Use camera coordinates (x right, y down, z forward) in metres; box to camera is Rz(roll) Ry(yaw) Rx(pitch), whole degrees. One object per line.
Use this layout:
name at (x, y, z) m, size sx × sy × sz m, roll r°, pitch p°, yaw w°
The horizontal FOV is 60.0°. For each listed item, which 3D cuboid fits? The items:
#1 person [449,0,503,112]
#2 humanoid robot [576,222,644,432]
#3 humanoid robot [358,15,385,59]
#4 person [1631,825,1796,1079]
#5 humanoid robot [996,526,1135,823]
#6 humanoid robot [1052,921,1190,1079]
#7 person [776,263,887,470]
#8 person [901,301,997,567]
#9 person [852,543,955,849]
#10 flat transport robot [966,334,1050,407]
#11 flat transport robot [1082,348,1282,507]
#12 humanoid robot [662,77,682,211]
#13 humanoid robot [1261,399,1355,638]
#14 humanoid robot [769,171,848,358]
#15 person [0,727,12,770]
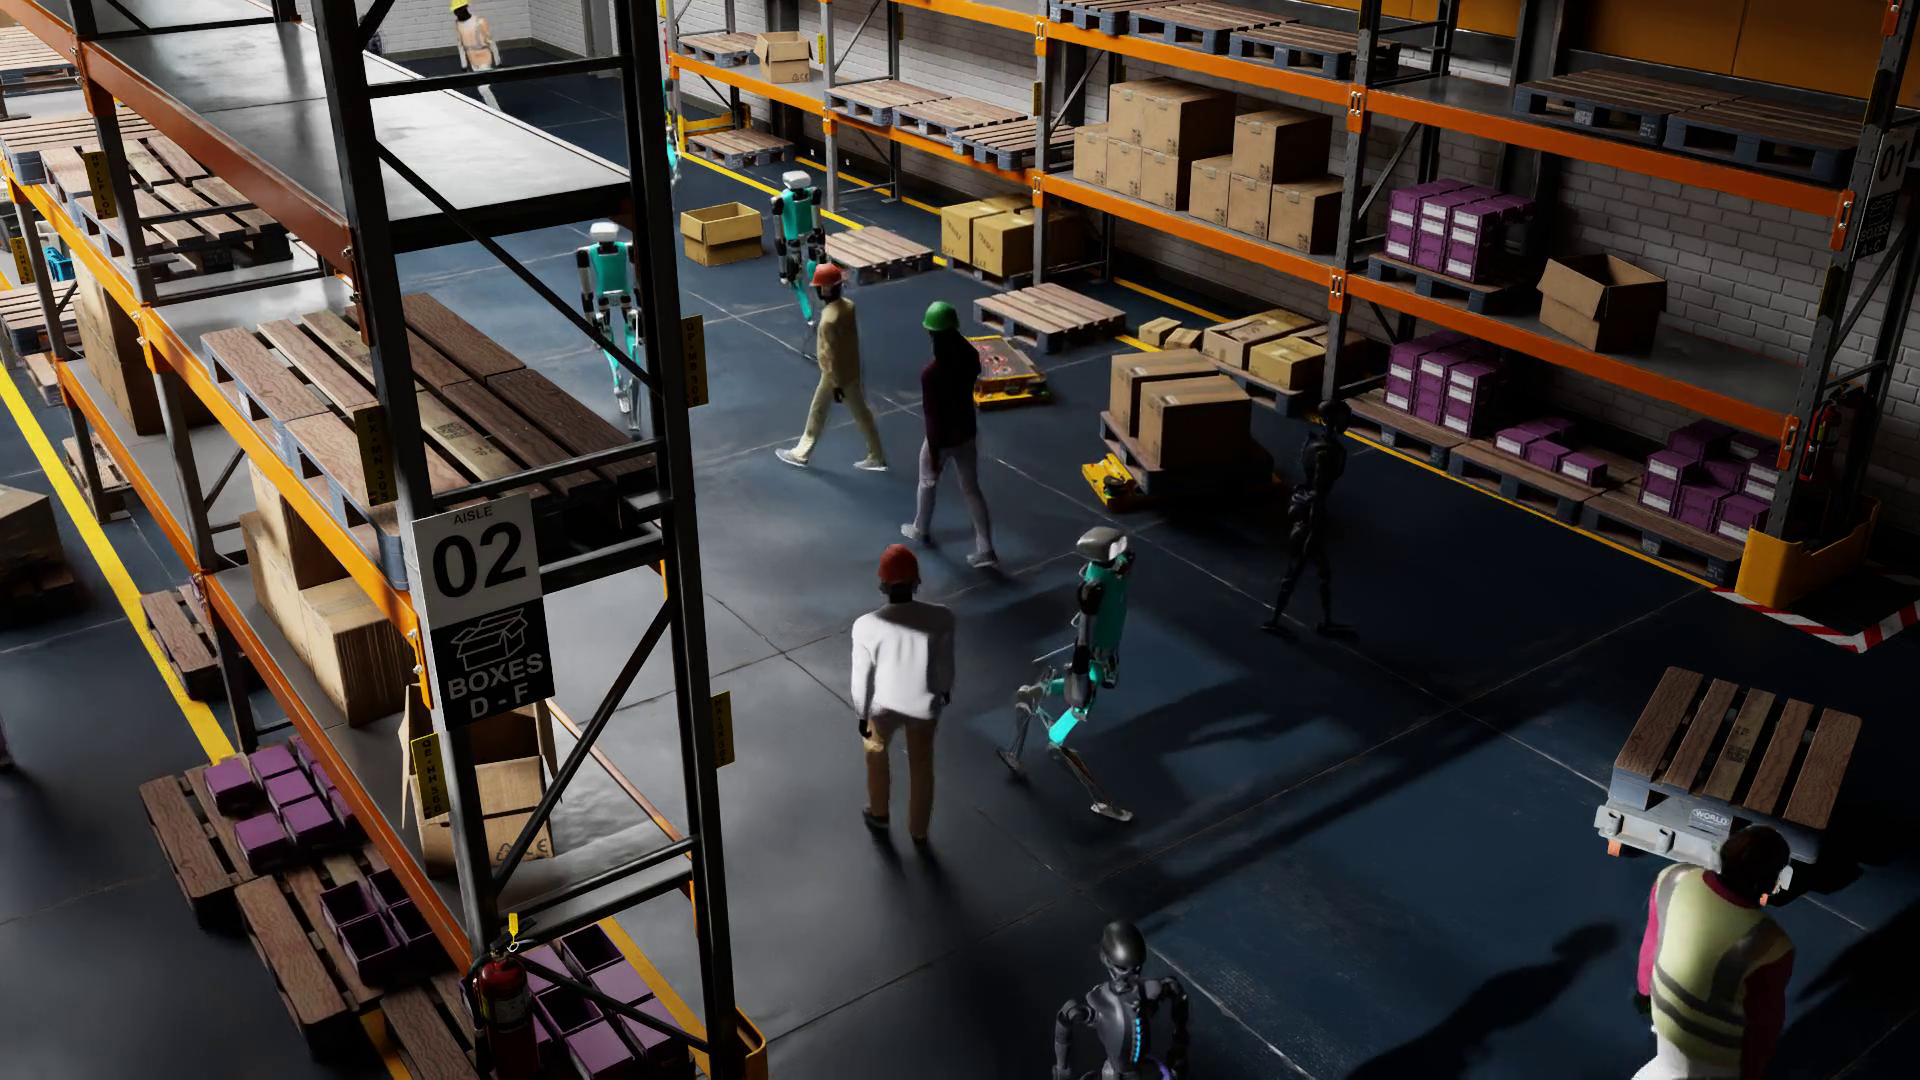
person at (-6.907, -6.844, 23.817) m, size 0.621 × 1.870 × 0.607 m, roll 16°, pitch 31°, yaw 29°
humanoid robot at (-2.826, -1.685, 13.751) m, size 0.544 × 1.758 × 1.040 m, roll -6°, pitch 27°, yaw -12°
humanoid robot at (-8.209, -6.581, 23.519) m, size 0.427 × 1.643 × 0.593 m, roll -22°, pitch 34°, yaw -37°
person at (2.866, 1.897, 6.489) m, size 0.538 × 1.825 × 0.633 m, roll -10°, pitch 28°, yaw -18°
humanoid robot at (0.500, 0.693, 9.031) m, size 1.031 × 1.778 × 0.542 m, roll 13°, pitch 29°, yaw 24°
humanoid robot at (0.599, 2.115, 6.211) m, size 0.589 × 1.640 × 0.397 m, roll -9°, pitch 28°, yaw -18°
person at (-0.999, -1.349, 13.076) m, size 0.911 × 1.690 × 0.574 m, roll 9°, pitch 28°, yaw 17°
person at (-0.061, -0.742, 11.645) m, size 0.472 × 1.901 × 0.957 m, roll -16°, pitch 31°, yaw -29°
person at (-0.305, 0.801, 8.759) m, size 0.569 × 1.735 × 0.539 m, roll -6°, pitch 27°, yaw -11°
flat transport robot at (0.275, -1.563, 15.096) m, size 0.659 × 0.231 × 1.431 m, roll -8°, pitch 28°, yaw -15°
flat transport robot at (1.737, -0.534, 13.049) m, size 1.431 × 0.231 × 0.659 m, roll -6°, pitch 27°, yaw -12°
humanoid robot at (-3.544, -4.651, 19.728) m, size 0.542 × 1.898 × 0.727 m, roll -11°, pitch 29°, yaw -20°
humanoid robot at (2.310, -0.121, 10.677) m, size 0.673 × 1.626 × 0.595 m, roll 6°, pitch 27°, yaw 12°
humanoid robot at (-1.344, -2.434, 15.251) m, size 0.554 × 1.831 × 0.715 m, roll -21°, pitch 33°, yaw -35°
person at (-5.826, 0.466, 9.278) m, size 0.782 × 1.867 × 0.664 m, roll 10°, pitch 28°, yaw 19°
